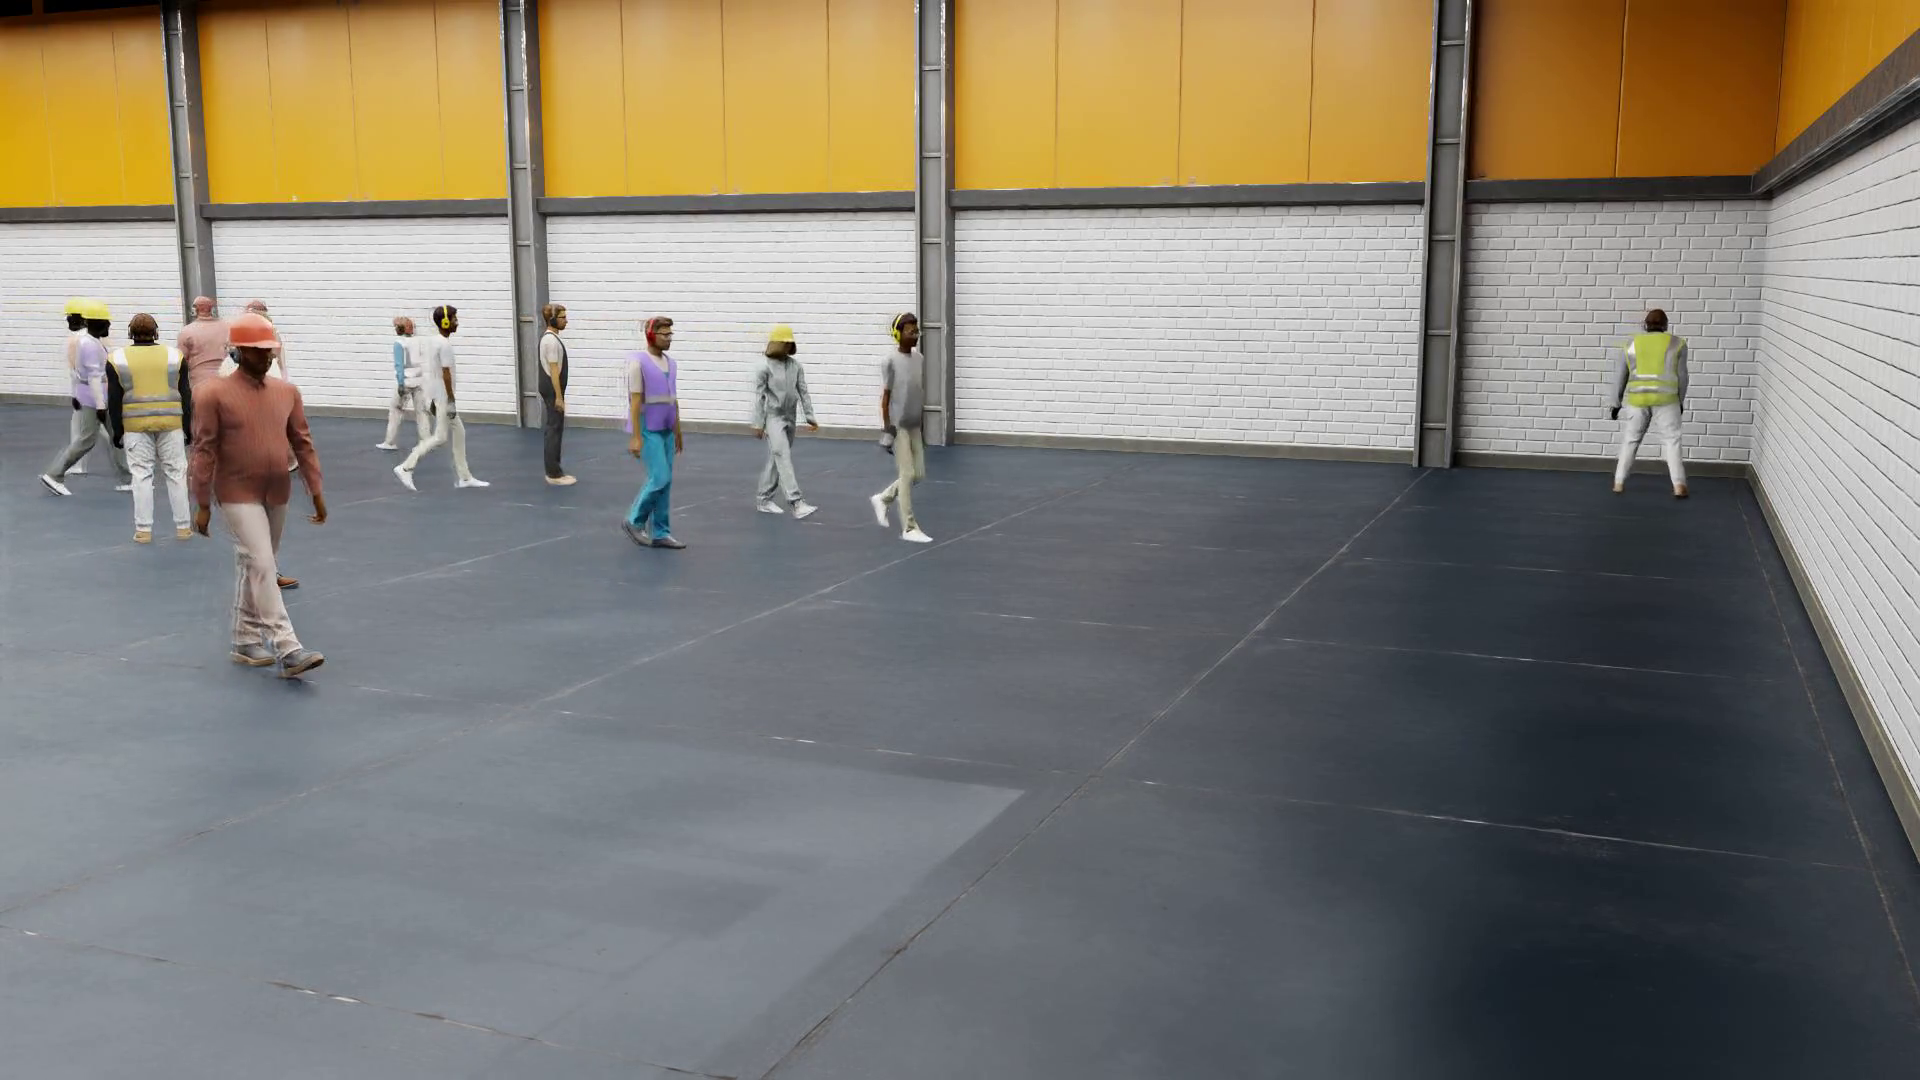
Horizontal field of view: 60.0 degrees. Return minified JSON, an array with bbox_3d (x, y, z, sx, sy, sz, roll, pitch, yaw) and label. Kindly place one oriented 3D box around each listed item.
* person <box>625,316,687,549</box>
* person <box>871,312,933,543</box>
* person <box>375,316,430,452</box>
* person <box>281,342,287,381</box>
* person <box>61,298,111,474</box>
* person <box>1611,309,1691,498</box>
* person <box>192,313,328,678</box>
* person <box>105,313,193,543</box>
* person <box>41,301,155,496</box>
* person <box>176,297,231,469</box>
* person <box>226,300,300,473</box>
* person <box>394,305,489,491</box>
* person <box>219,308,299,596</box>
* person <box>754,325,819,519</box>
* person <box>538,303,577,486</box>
[{"bbox_3d":[-2.369,-0.826,12.965,0.433,1.832,0.602,4,10,21],"label":"person"},{"bbox_3d":[-0.491,-0.913,13.454,0.649,1.854,0.517,8,12,40],"label":"person"},{"bbox_3d":[-6.662,-1.848,19.808,0.744,1.607,0.546,3,10,16],"label":"person"},{"bbox_3d":[-8.392,-1.894,20.059,0.519,1.619,0.383,-3,10,-19],"label":"person"},{"bbox_3d":[-9.177,-1.617,17.619,0.940,1.894,0.594,-1,9,-7],"label":"person"},{"bbox_3d":[6.706,-1.316,16.078,0.751,1.812,0.484,7,12,37],"label":"person"},{"bbox_3d":[-3.713,-0.234,9.004,0.962,1.951,0.652,6,11,31],"label":"person"},{"bbox_3d":[-6.506,-0.900,13.397,0.619,1.845,0.430,-6,11,-30],"label":"person"},{"bbox_3d":[-8.453,-1.373,16.142,0.933,1.893,0.599,-4,10,-21],"label":"person"},{"bbox_3d":[-8.304,-1.721,18.262,0.882,1.869,0.672,8,12,40],"label":"person"},{"bbox_3d":[-7.351,-1.579,17.483,0.661,1.855,1.018,1,9,8],"label":"person"},{"bbox_3d":[-5.176,-1.397,16.459,0.856,1.839,0.529,-4,10,-23],"label":"person"},{"bbox_3d":[-4.734,-0.588,11.215,0.355,1.937,0.634,0,9,1],"label":"person"},{"bbox_3d":[-1.524,-1.036,14.654,0.905,1.700,0.504,8,12,40],"label":"person"},{"bbox_3d":[-4.094,-1.466,16.831,0.326,1.838,0.513,-3,10,-19],"label":"person"}]
